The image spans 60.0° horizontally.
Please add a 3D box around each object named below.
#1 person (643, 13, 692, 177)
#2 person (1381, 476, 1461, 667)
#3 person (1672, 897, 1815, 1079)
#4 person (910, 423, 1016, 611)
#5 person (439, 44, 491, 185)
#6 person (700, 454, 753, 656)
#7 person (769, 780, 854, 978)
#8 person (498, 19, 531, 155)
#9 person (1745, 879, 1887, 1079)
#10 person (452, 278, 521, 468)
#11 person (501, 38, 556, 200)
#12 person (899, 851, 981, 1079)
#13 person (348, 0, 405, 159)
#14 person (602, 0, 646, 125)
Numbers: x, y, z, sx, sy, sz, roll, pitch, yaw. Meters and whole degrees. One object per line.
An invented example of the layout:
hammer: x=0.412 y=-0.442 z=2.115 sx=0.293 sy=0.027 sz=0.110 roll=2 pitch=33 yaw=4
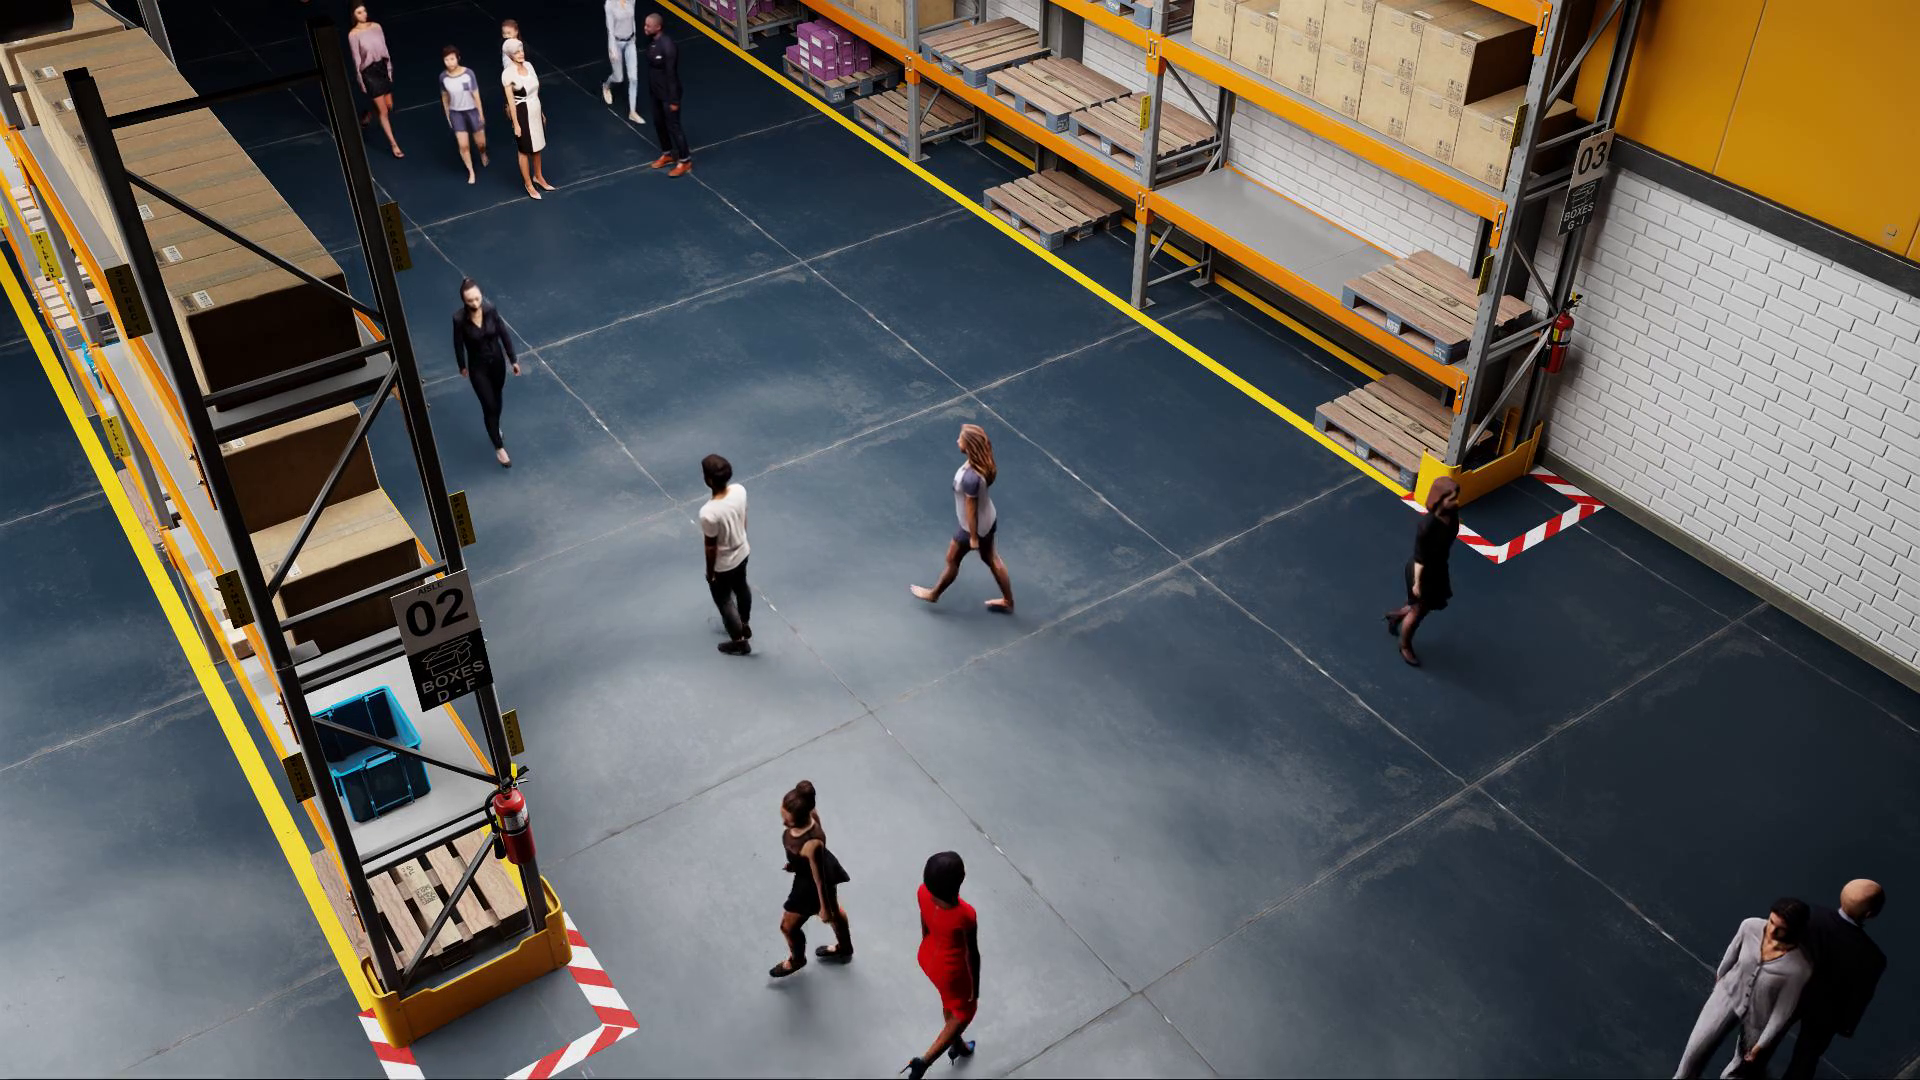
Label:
person: x=-3.239 y=-4.931 z=18.374 sx=0.792 sy=1.812 sz=0.595 roll=-29 pitch=47 yaw=-31
person: x=3.312 y=0.195 z=12.051 sx=0.733 sy=1.692 sz=0.652 roll=32 pitch=48 yaw=33
person: x=4.389 y=2.506 z=9.112 sx=0.693 sy=1.749 sz=0.839 roll=-28 pitch=46 yaw=-31
person: x=0.202 y=-0.107 z=12.439 sx=1.116 sy=1.681 sz=0.969 roll=12 pitch=40 yaw=14
person: x=-5.450 y=-4.728 z=18.331 sx=0.720 sy=1.548 sz=0.805 roll=-6 pitch=39 yaw=-7
person: x=-1.687 y=0.098 z=12.146 sx=0.756 sy=1.726 sz=0.734 roll=20 pitch=43 yaw=23
person: x=-0.787 y=2.001 z=9.816 sx=0.860 sy=1.661 sz=0.827 roll=-6 pitch=39 yaw=-8
person: x=-4.999 y=-5.192 z=18.911 sx=0.666 sy=1.549 sz=0.724 roll=6 pitch=39 yaw=7
person: x=4.654 y=2.497 z=9.086 sx=0.733 sy=1.798 sz=0.515 roll=-26 pitch=45 yaw=-29
person: x=-4.067 y=-1.506 z=14.188 sx=0.610 sy=1.684 sz=0.865 roll=-27 pitch=46 yaw=-30
person: x=-4.686 y=-4.558 z=17.953 sx=0.697 sy=1.756 sz=0.706 roll=17 pitch=42 yaw=20
person: x=-0.123 y=2.432 z=9.228 sx=0.755 sy=1.721 sz=0.821 roll=-32 pitch=48 yaw=-33
person: x=-6.632 y=-5.200 z=18.723 sx=1.014 sy=1.797 sz=0.792 roll=27 pitch=46 yaw=30
person: x=-4.010 y=-5.800 z=19.497 sx=0.710 sy=1.770 sz=1.018 roll=-28 pitch=46 yaw=-30
